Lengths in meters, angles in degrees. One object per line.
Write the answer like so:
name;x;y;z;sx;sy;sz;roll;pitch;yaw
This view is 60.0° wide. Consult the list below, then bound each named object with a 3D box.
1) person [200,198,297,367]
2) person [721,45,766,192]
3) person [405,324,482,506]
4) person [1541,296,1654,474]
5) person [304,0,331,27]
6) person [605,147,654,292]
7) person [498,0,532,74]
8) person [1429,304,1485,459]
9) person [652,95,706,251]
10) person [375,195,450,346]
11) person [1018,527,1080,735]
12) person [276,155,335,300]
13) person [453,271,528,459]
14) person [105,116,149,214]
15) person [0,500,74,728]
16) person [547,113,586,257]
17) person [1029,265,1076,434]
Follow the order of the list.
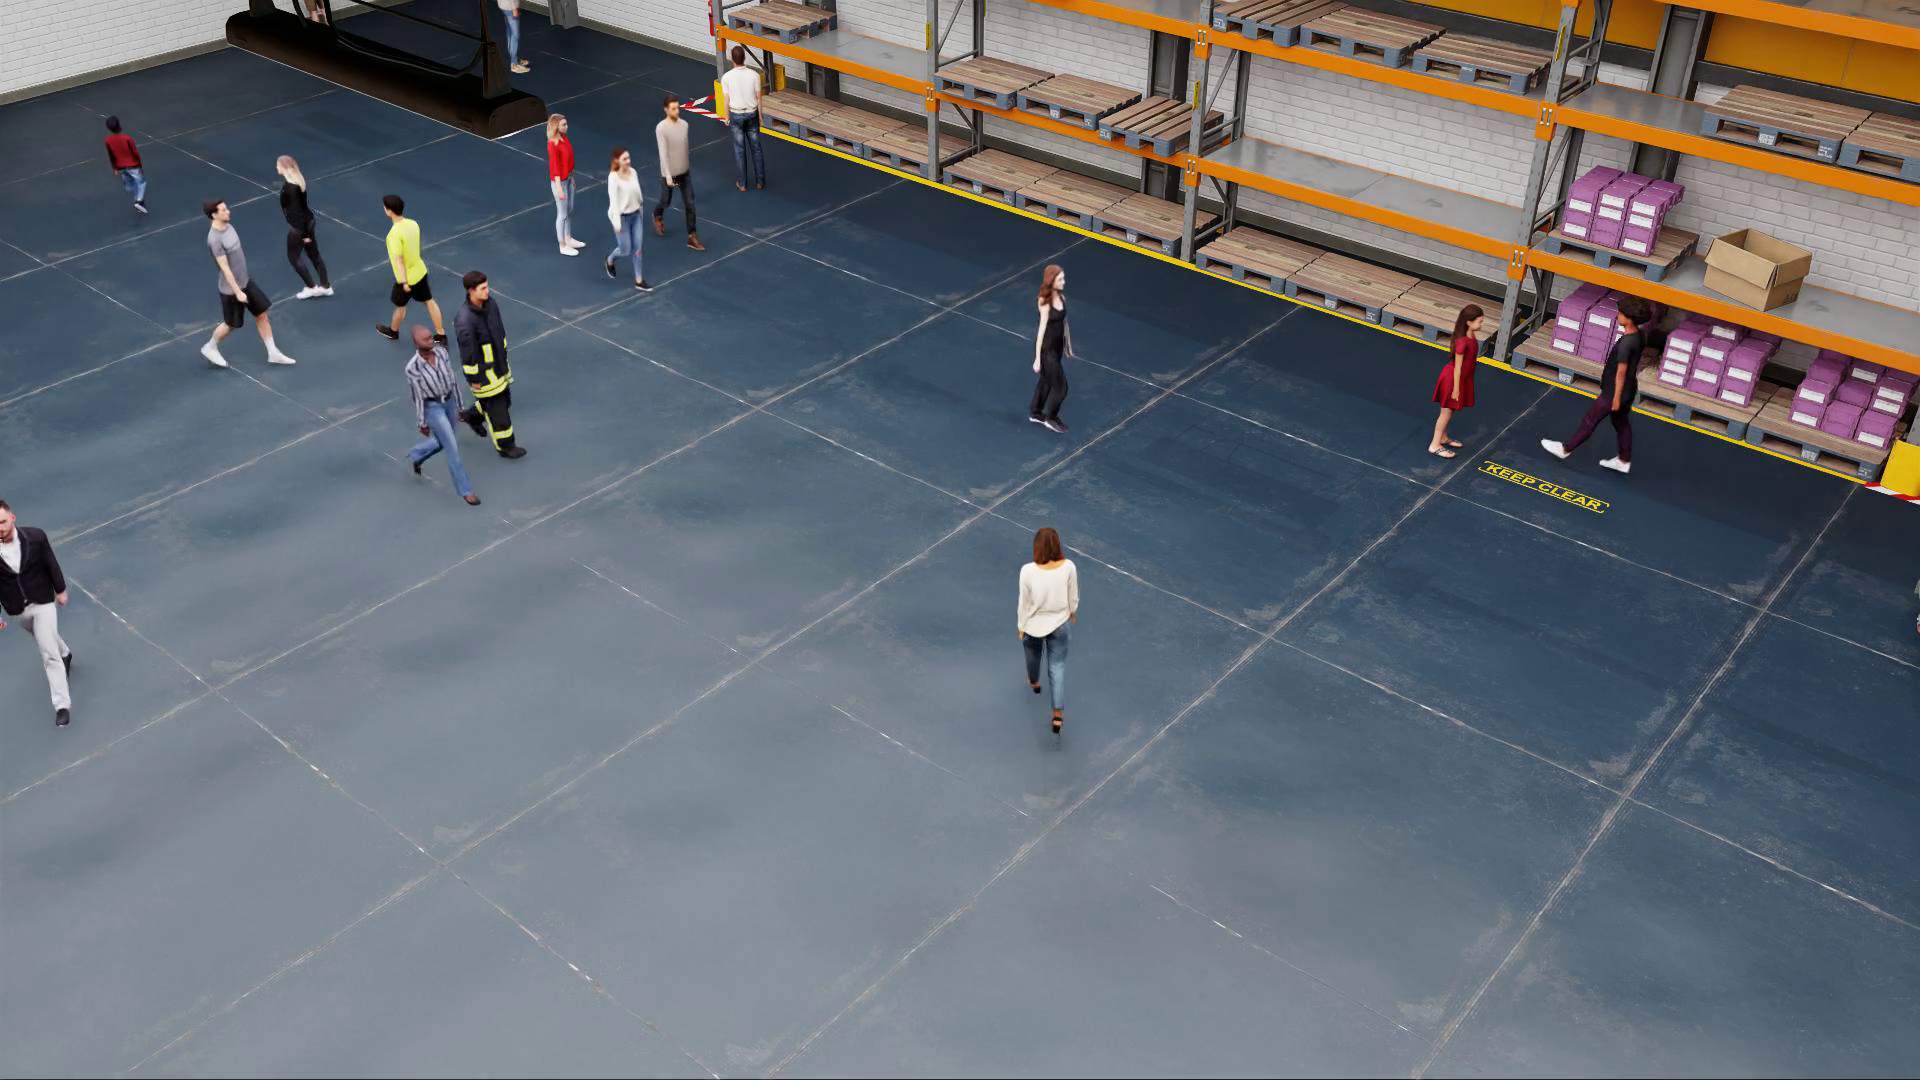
person;-7.581;-2.616;17.154;1.263;1.845;1.084;3;34;5
person;-2.773;-5.414;21.355;0.748;1.855;0.768;-9;35;-13
person;-4.770;-1.147;15.019;1.142;1.761;0.820;16;37;22
person;6.174;-1.393;15.401;1.054;1.749;0.692;21;39;28
person;-10.482;-8.965;26.950;0.557;1.845;0.619;24;41;32
person;-3.828;-3.633;18.835;0.873;1.678;0.645;22;40;30
person;-6.899;-8.147;25.420;0.810;1.906;0.678;-16;37;-23
person;4.712;-1.533;15.791;0.667;1.550;0.607;15;36;21
person;-3.465;-4.399;19.843;0.747;1.837;1.192;-26;41;-33
person;-5.742;-2.811;17.611;1.150;1.663;0.888;11;35;16
person;0.666;0.683;12.367;1.074;1.650;1.136;-3;34;-4
person;-7.274;-3.501;18.644;0.802;1.669;0.738;-4;34;-6
person;-4.528;-1.659;15.653;1.128;1.912;0.995;11;35;16
person;-10.408;-4.664;20.772;0.684;1.250;0.748;-4;34;-6
person;-7.036;0.445;12.604;1.122;1.783;1.347;-10;35;-15
person;-4.705;-4.230;19.710;0.696;1.704;0.696;5;34;7
person;0.790;-1.875;16.144;0.755;1.729;0.692;16;37;23
